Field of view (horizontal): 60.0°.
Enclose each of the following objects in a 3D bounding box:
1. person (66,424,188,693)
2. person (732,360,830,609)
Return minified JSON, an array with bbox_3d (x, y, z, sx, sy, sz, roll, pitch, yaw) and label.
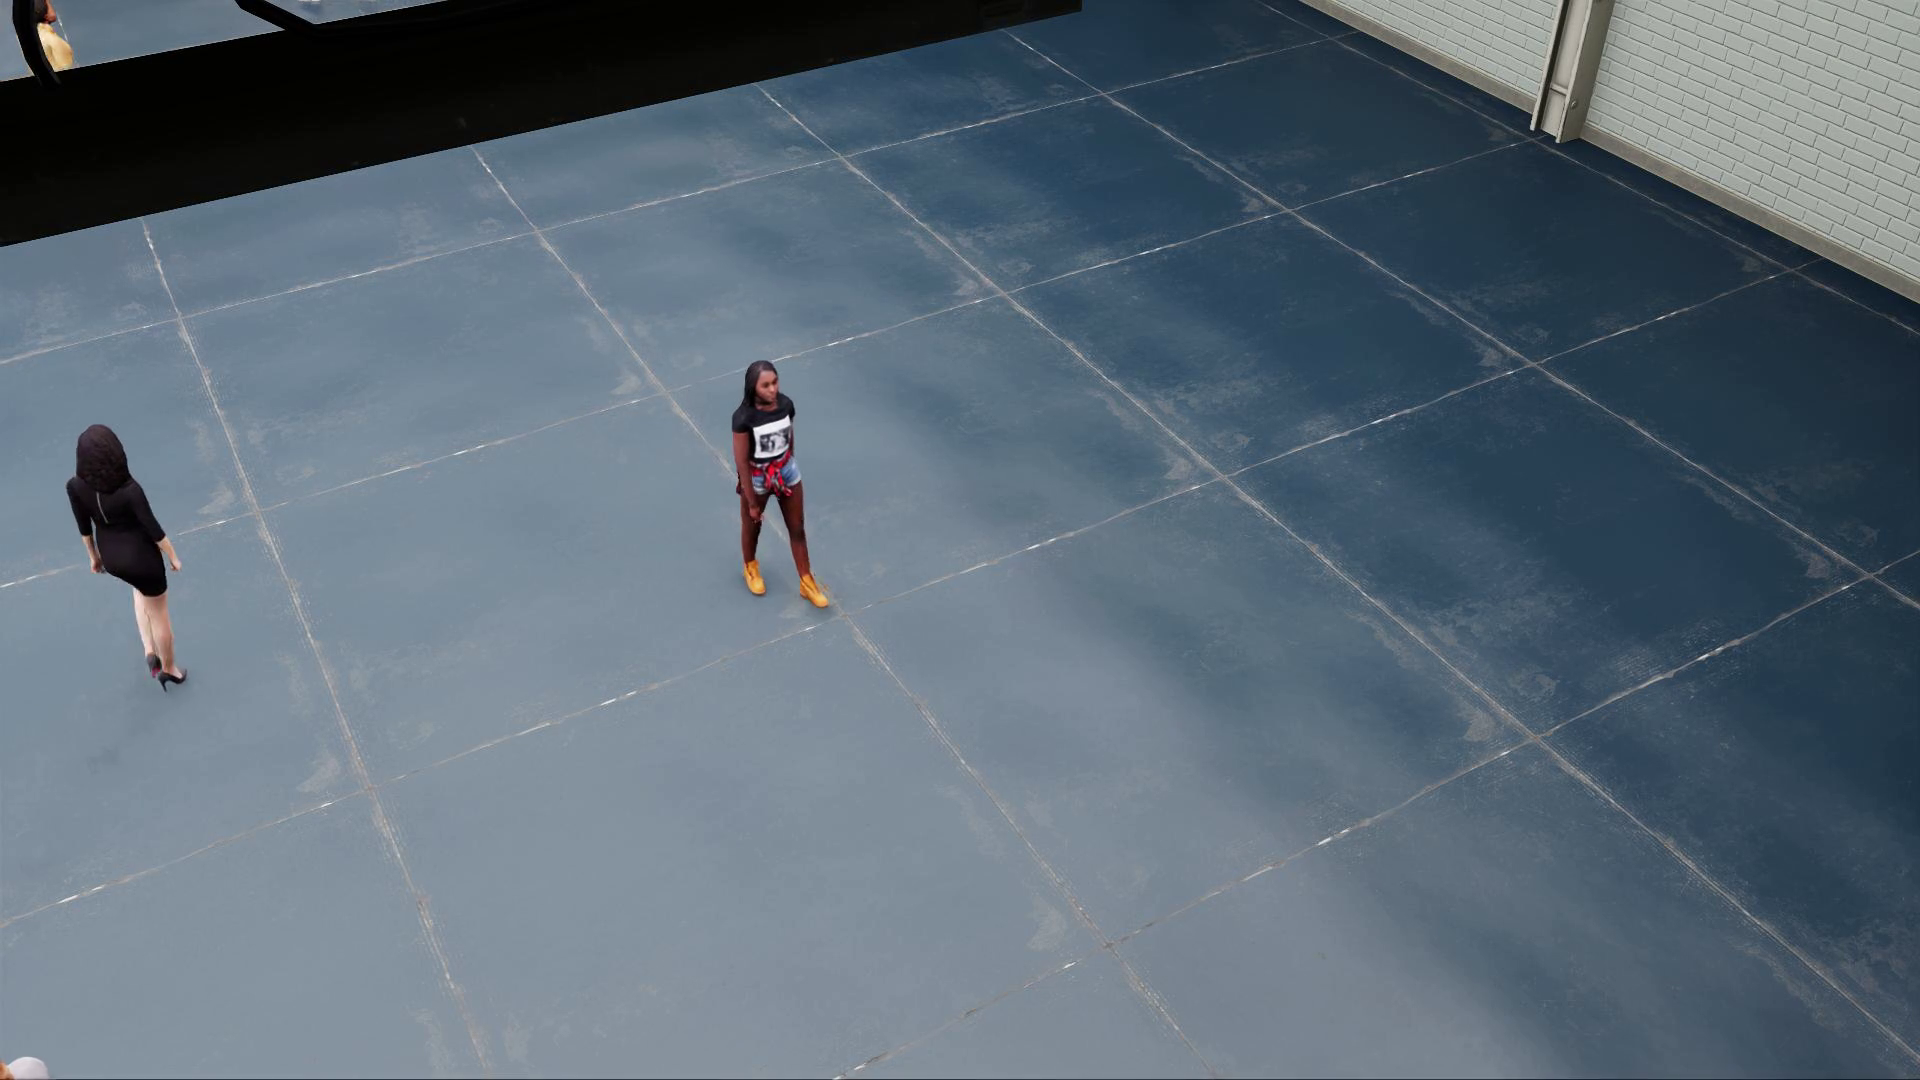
[{"bbox_3d":[-4.758,0.194,9.482,0.732,1.790,0.774,5,38,7],"label":"person"},{"bbox_3d":[-1.225,-0.370,10.262,0.667,1.718,0.891,-26,45,-29],"label":"person"}]
